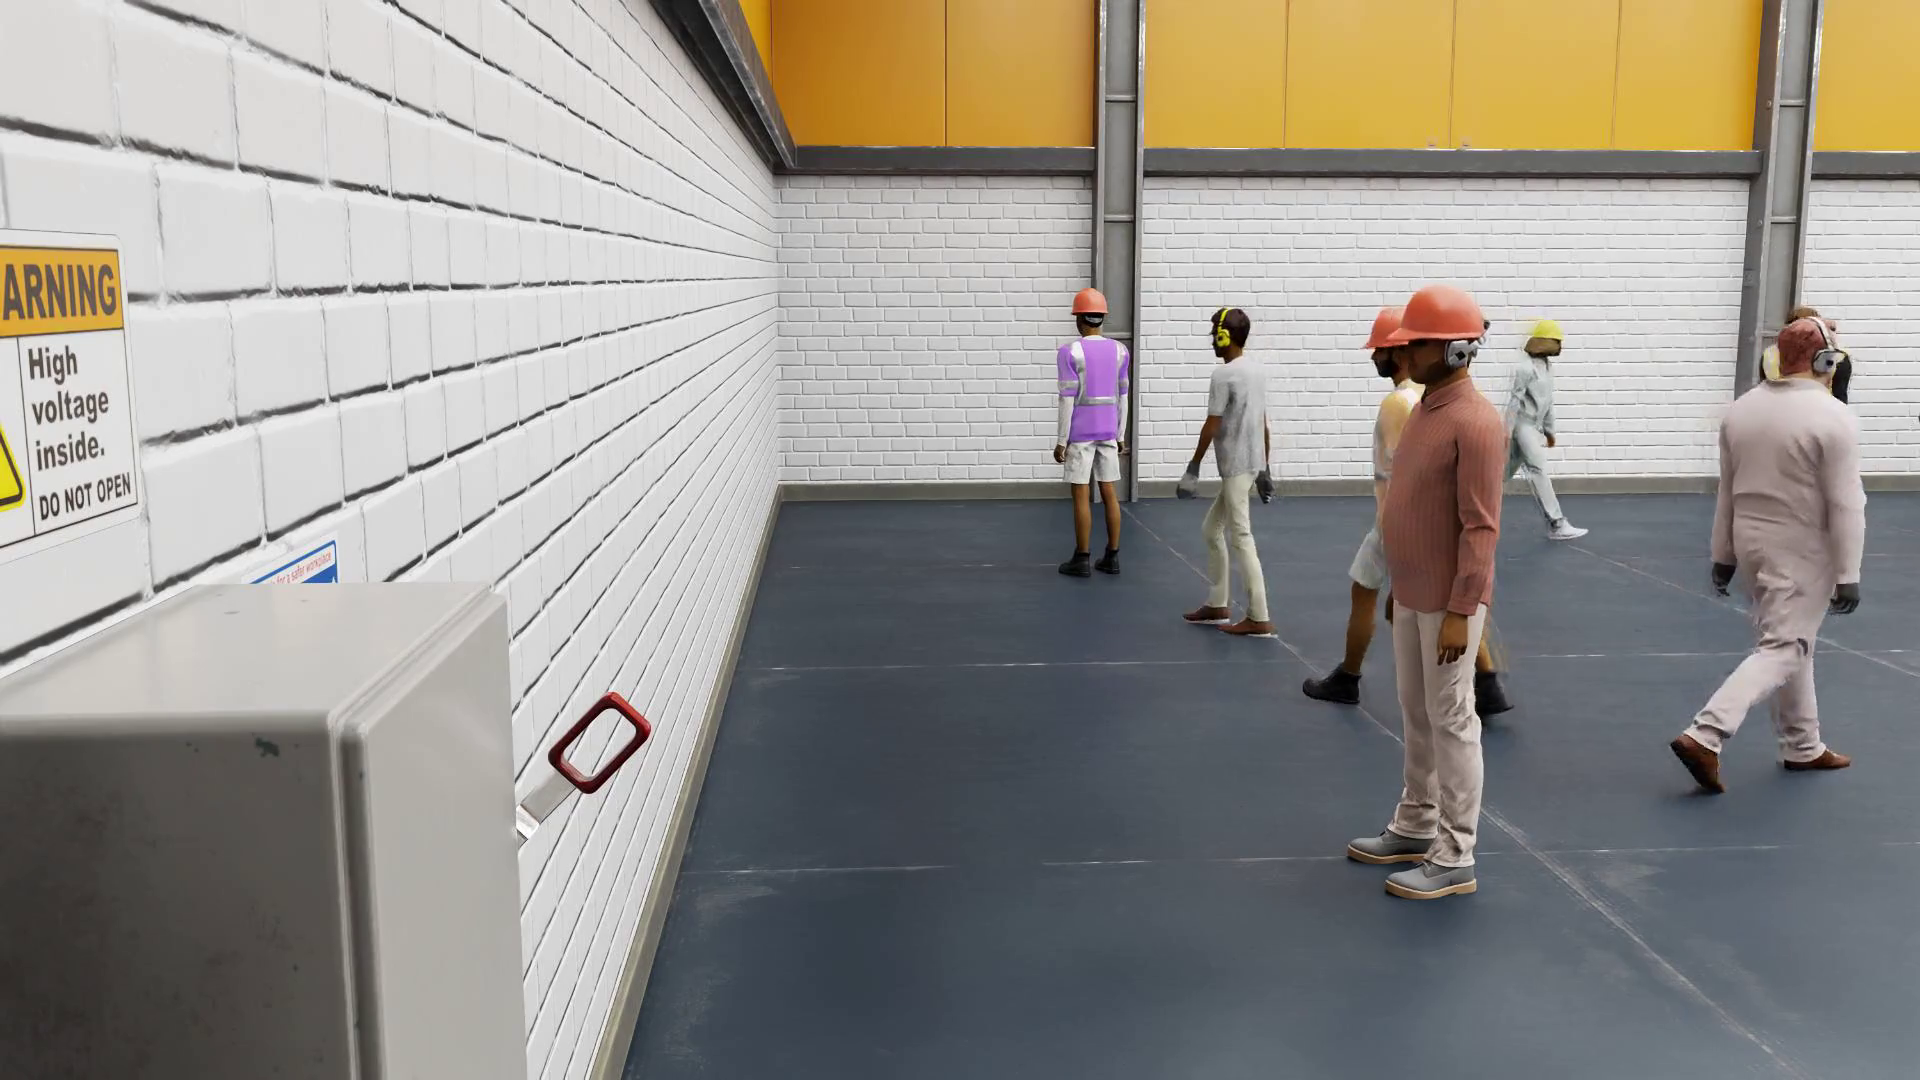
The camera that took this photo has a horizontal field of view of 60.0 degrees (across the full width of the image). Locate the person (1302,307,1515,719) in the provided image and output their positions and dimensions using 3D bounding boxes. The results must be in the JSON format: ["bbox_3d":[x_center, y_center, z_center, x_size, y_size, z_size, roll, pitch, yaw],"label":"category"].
[{"bbox_3d":[2.082,-0.111,7.564,1.012,1.894,0.552,9,12,43],"label":"person"}]

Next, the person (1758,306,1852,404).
[{"bbox_3d":[6.030,-0.766,11.903,0.800,1.819,0.638,-7,11,-38],"label":"person"}]

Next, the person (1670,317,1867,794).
[{"bbox_3d":[3.212,0.058,6.550,0.936,1.872,0.652,-2,9,-15],"label":"person"}]

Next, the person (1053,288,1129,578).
[{"bbox_3d":[0.865,-0.718,11.192,0.550,1.935,0.376,-5,10,-28],"label":"person"}]

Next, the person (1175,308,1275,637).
[{"bbox_3d":[1.466,-0.374,9.361,0.728,1.839,0.489,5,11,31],"label":"person"}]

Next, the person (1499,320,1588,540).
[{"bbox_3d":[4.392,-0.855,12.829,0.966,1.677,0.495,8,12,39],"label":"person"}]

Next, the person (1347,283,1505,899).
[{"bbox_3d":[1.553,0.166,5.460,0.376,1.995,0.611,-1,9,-7],"label":"person"}]

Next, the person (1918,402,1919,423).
[{"bbox_3d":[8.737,-1.120,14.643,0.524,1.639,0.308,4,10,24],"label":"person"}]
